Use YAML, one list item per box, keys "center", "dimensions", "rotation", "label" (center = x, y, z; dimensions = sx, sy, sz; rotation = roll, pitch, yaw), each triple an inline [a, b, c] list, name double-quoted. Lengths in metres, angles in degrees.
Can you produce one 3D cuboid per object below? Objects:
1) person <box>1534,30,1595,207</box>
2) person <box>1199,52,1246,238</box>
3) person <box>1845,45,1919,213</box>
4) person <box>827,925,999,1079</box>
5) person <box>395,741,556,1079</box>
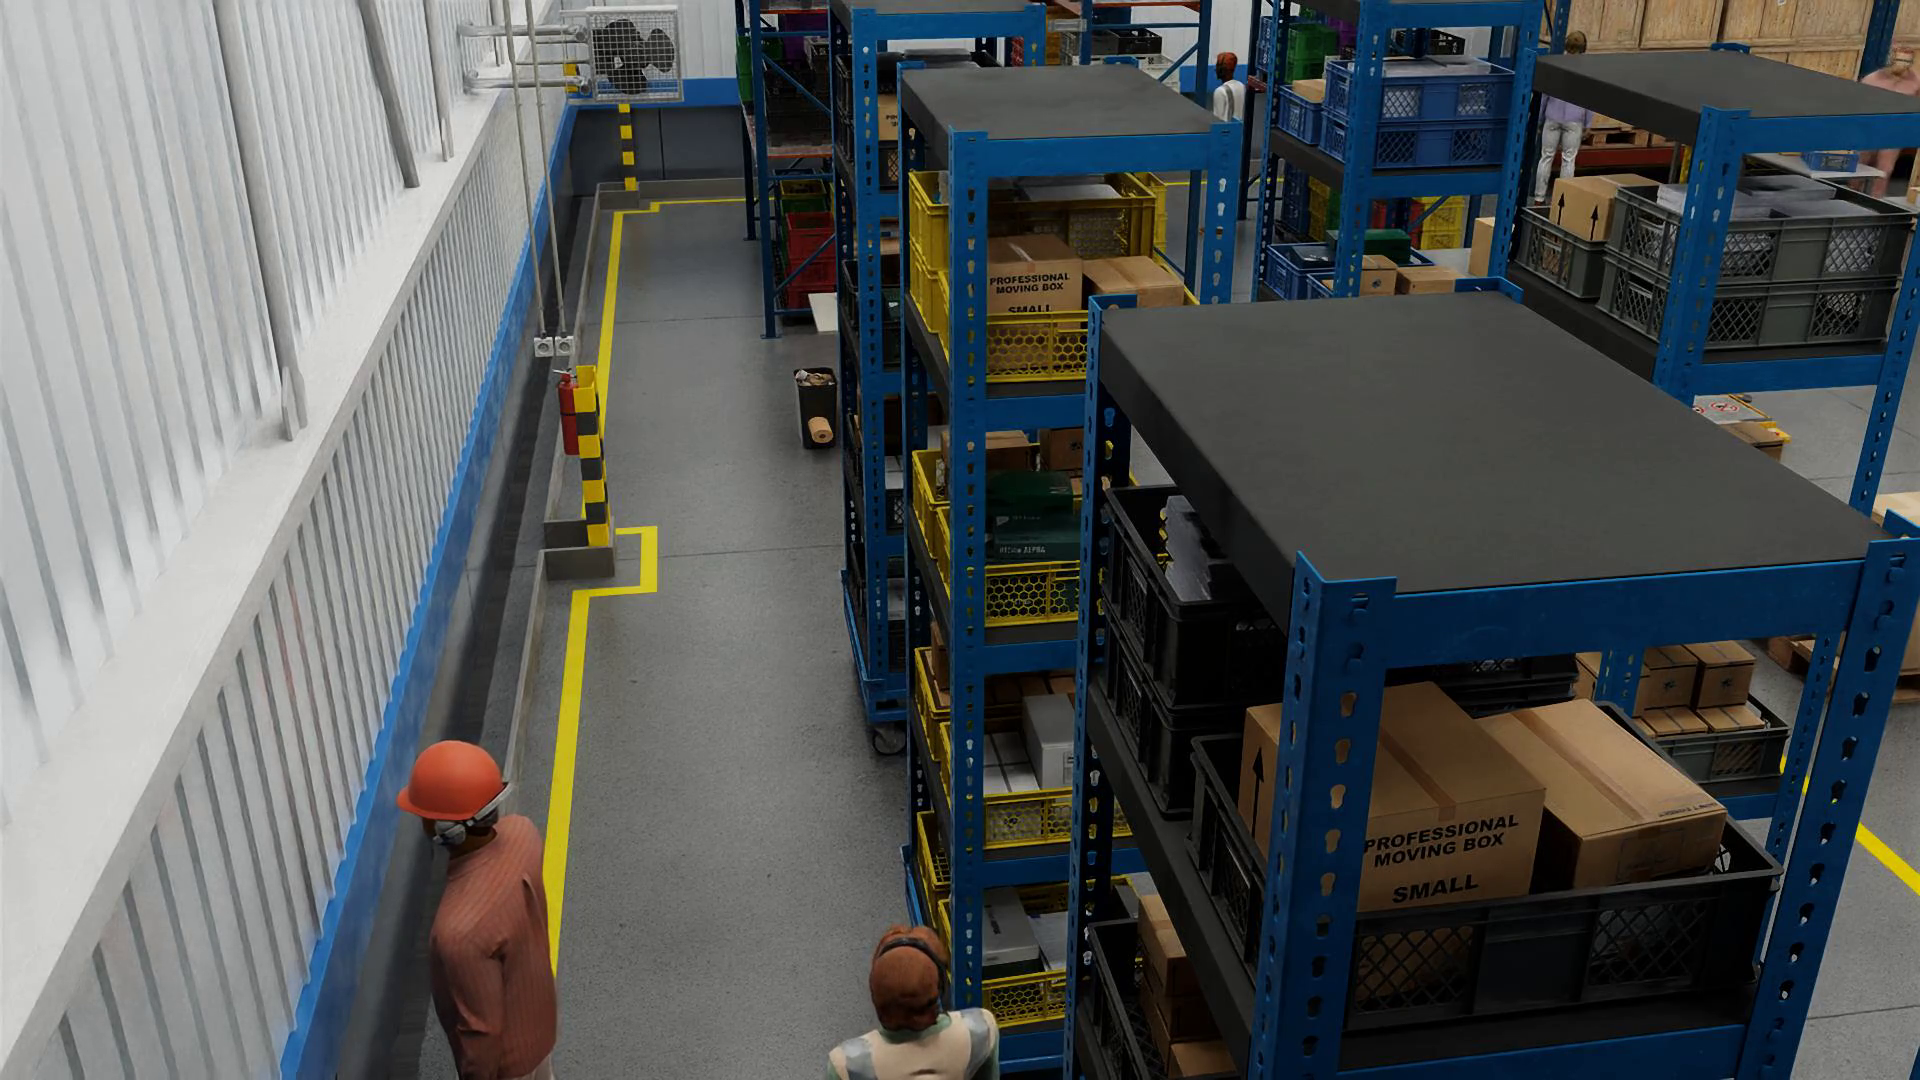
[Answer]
- center: [6.634, -4.594, 18.271]
  dimensions: [0.638, 1.938, 0.357]
  rotation: [15, 29, 29]
  label: "person"
- center: [2.750, -4.096, 17.270]
  dimensions: [0.344, 1.876, 0.581]
  rotation: [15, 29, 29]
  label: "person"
- center: [9.923, -4.385, 17.915]
  dimensions: [0.656, 1.864, 0.935]
  rotation: [10, 26, 20]
  label: "person"
- center: [-0.125, 1.810, 4.706]
  dimensions: [0.515, 1.636, 0.315]
  rotation: [-10, 26, -20]
  label: "person"
- center: [-1.393, 1.478, 5.005]
  dimensions: [0.389, 1.992, 0.625]
  rotation: [1, 25, 3]
  label: "person"
